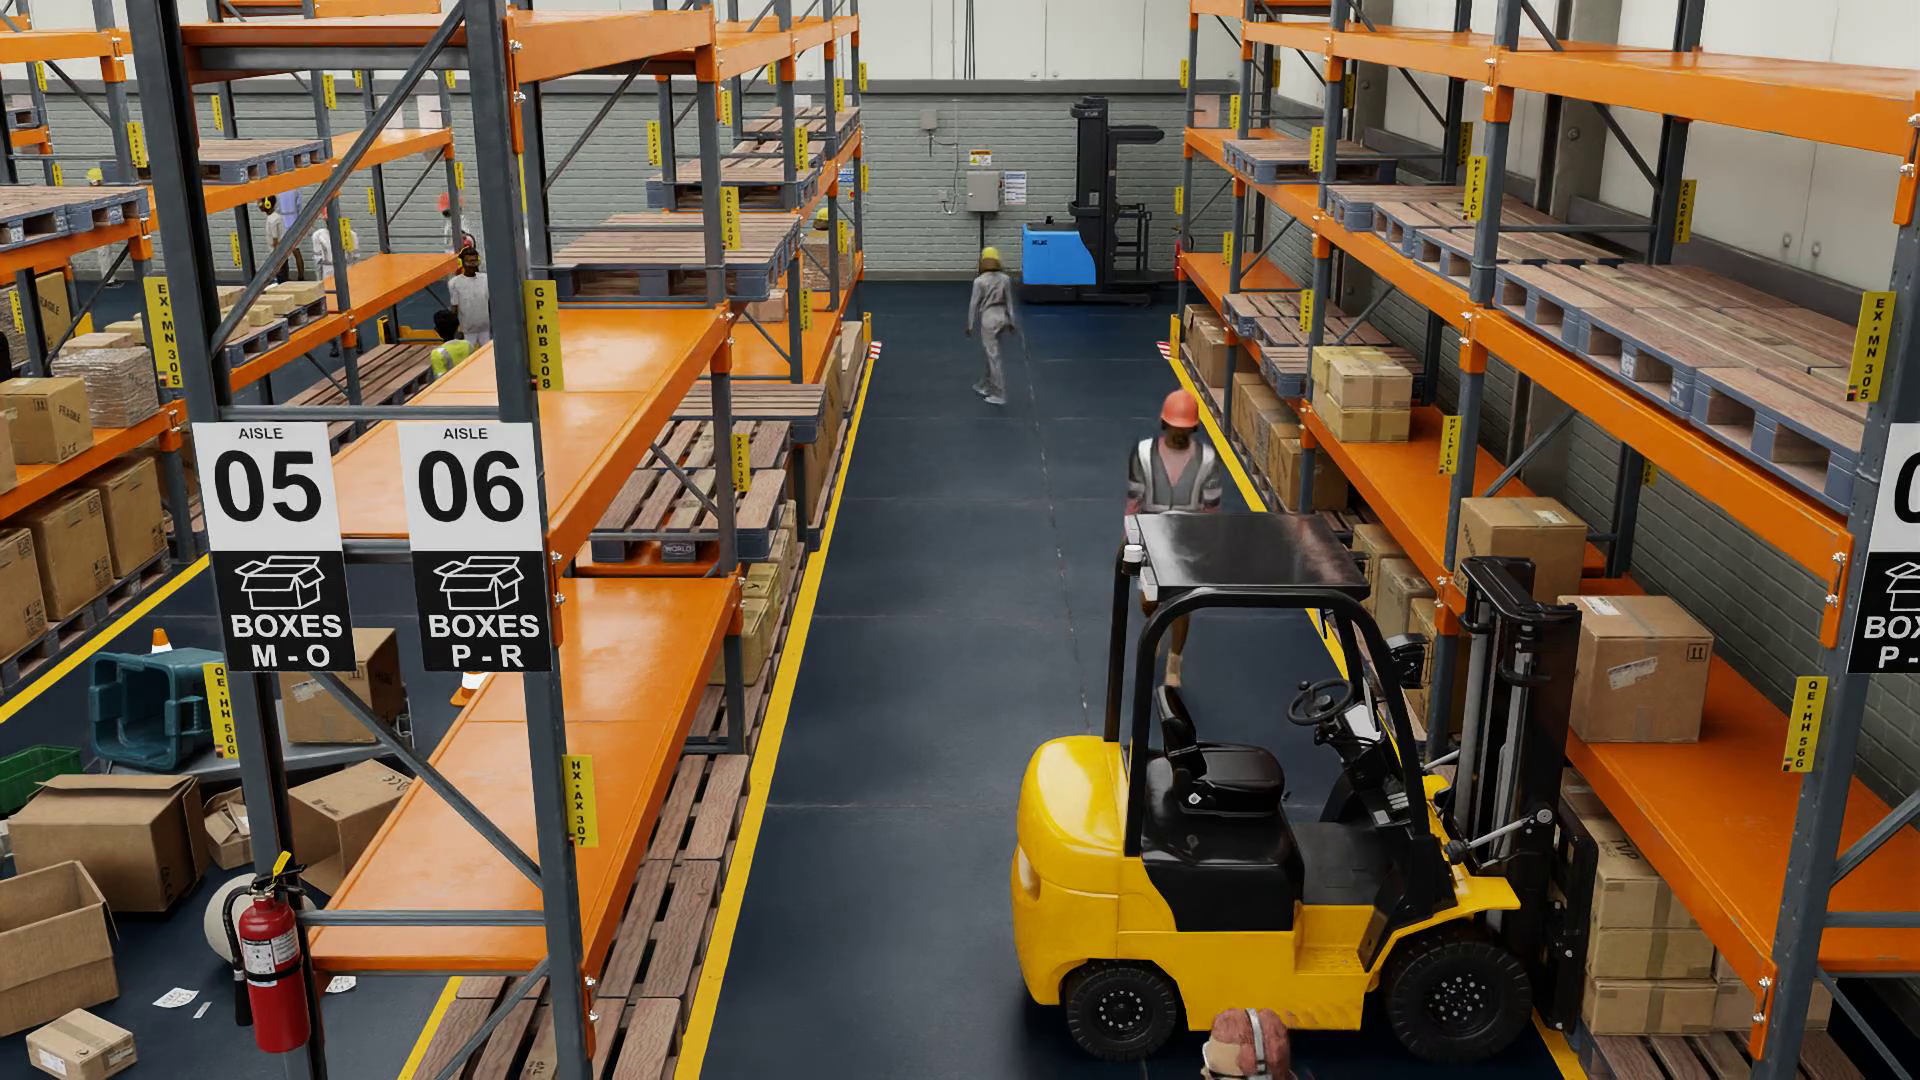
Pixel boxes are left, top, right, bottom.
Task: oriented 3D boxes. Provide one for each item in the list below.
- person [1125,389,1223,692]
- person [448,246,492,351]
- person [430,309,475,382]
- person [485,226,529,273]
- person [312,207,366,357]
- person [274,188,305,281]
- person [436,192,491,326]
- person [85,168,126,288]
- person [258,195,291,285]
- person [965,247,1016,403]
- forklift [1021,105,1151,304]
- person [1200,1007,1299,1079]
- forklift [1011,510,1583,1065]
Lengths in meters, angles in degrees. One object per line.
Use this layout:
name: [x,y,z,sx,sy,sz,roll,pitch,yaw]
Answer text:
person: [1.385,-0.013,10.864,0.629,2.027,0.523,3,19,10]
person: [-5.186,-2.221,17.818,0.499,1.861,0.327,-14,23,-37]
person: [-4.591,-1.254,15.133,0.317,1.698,0.540,7,20,21]
person: [-6.015,-3.589,22.067,0.625,1.779,0.756,-12,22,-33]
person: [-7.793,-3.258,20.899,0.617,1.923,0.441,-8,20,-23]
person: [-10.347,-4.807,25.527,0.376,1.932,0.544,16,24,39]
person: [-6.683,-3.734,22.328,0.666,1.892,0.564,-6,19,-17]
person: [-13.225,-4.816,25.696,0.404,1.833,0.590,-6,19,-17]
person: [-9.266,-3.803,22.601,0.325,1.861,0.499,-5,19,-16]
person: [0.314,-2.421,18.671,0.553,1.688,0.834,-14,23,-36]
forklift: [1.857,-4.944,24.441,1.873,2.768,1.129,0,18,0]
person: [0.775,2.132,4.659,1.015,1.848,0.661,0,18,0]
forklift: [1.387,1.055,7.378,2.313,2.155,1.214,0,18,0]
